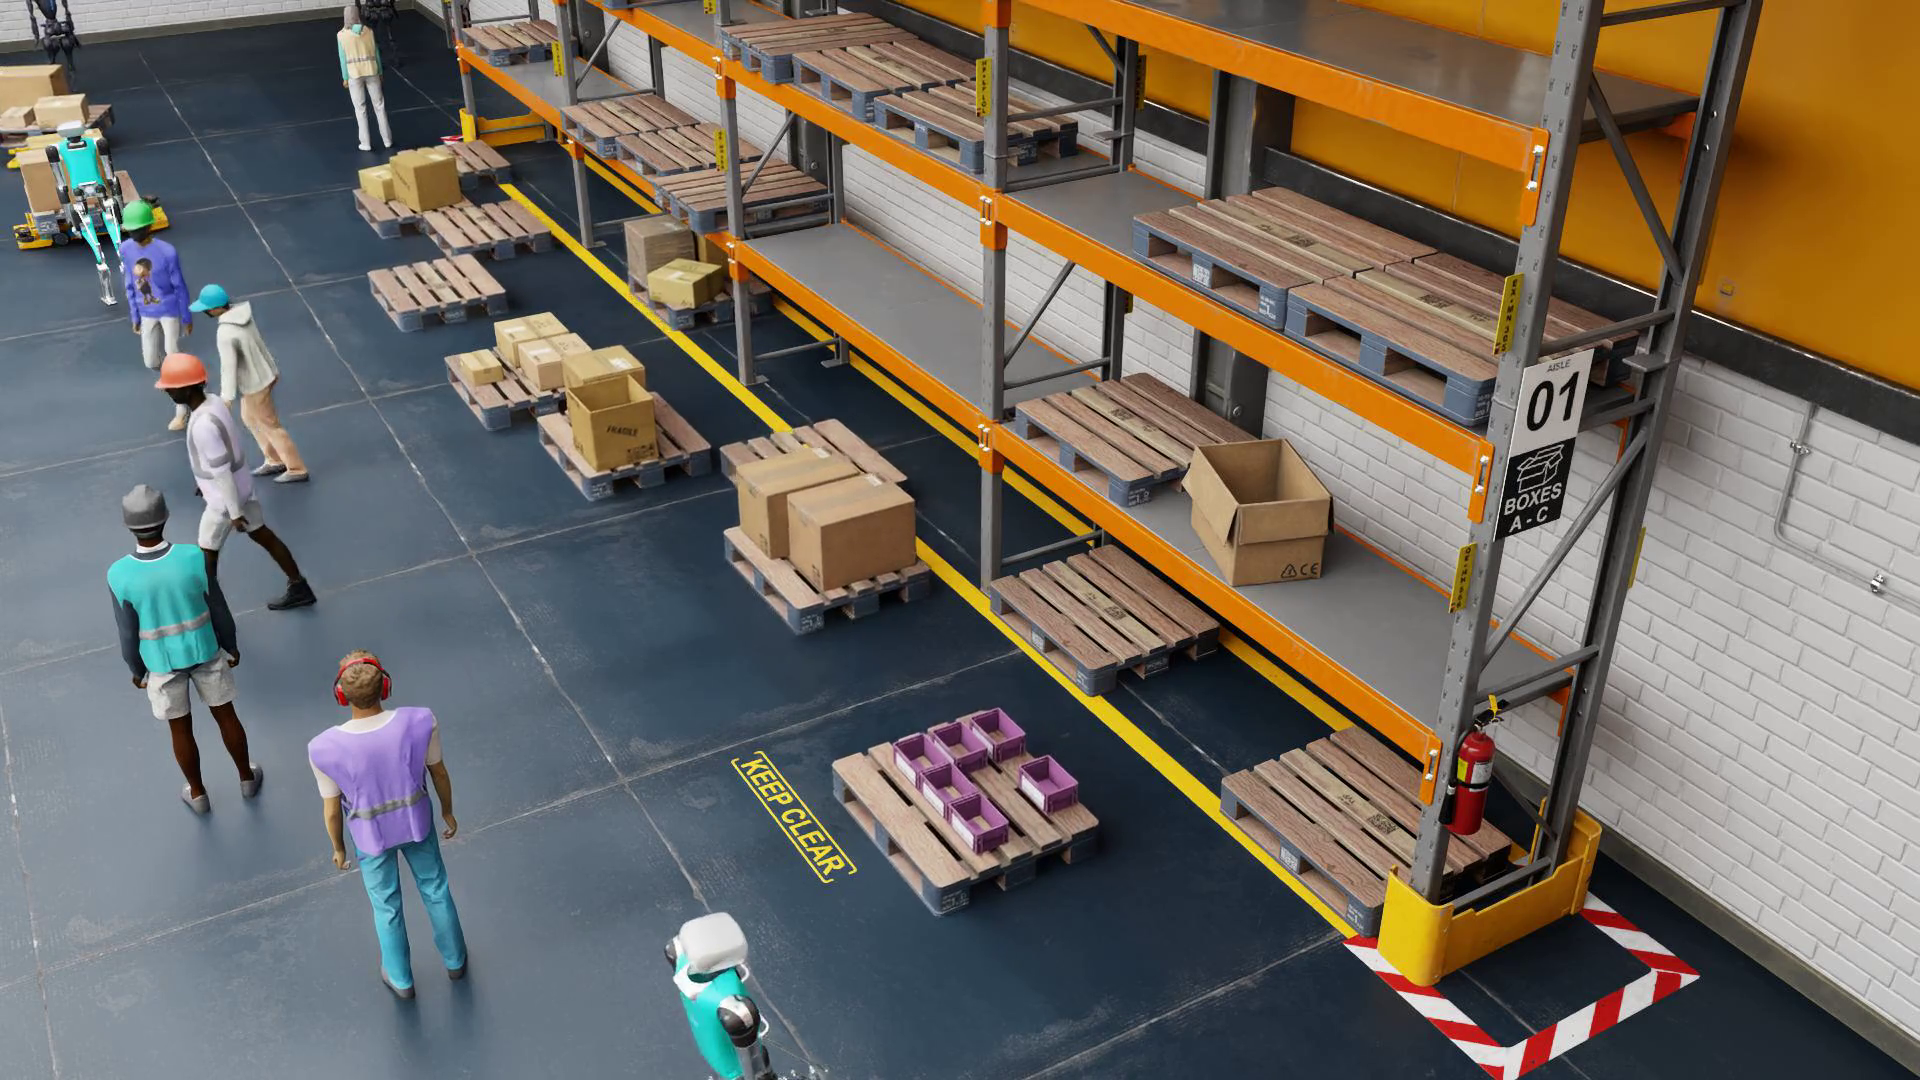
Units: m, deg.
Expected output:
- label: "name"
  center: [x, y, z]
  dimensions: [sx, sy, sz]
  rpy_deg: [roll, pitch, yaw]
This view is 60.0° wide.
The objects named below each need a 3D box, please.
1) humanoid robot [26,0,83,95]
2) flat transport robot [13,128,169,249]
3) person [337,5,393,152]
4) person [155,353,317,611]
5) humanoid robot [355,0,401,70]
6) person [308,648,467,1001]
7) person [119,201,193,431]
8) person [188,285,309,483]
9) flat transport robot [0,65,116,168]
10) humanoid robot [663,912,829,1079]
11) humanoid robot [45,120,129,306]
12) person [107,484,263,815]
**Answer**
- label: "humanoid robot"
  center: [-11.904, -6.642, 21.931]
  dimensions: [0.493, 1.638, 0.603]
  rpy_deg: [18, 34, 28]
- label: "flat transport robot"
  center: [-9.181, -3.358, 17.560]
  dimensions: [1.431, 0.231, 0.659]
  rpy_deg: [-16, 33, -26]
- label: "person"
  center: [-7.137, -5.518, 19.910]
  dimensions: [0.472, 1.708, 0.364]
  rpy_deg: [-16, 33, -26]
- label: "person"
  center: [-4.749, -0.307, 10.539]
  dimensions: [1.020, 1.879, 0.568]
  rpy_deg: [-8, 30, -13]
- label: "humanoid robot"
  center: [-8.230, -7.506, 23.440]
  dimensions: [0.599, 1.657, 0.315]
  rpy_deg: [-16, 33, -26]
- label: "person"
  center: [-2.606, 1.341, 7.664]
  dimensions: [0.569, 1.842, 0.373]
  rpy_deg: [-16, 33, -26]
- label: "person"
  center: [-6.335, -1.819, 13.234]
  dimensions: [0.474, 1.859, 0.570]
  rpy_deg: [3, 30, 5]
- label: "person"
  center: [-5.213, -1.130, 12.232]
  dimensions: [0.562, 1.627, 0.495]
  rpy_deg: [-3, 30, -5]
- label: "flat transport robot"
  center: [-10.922, -4.779, 20.069]
  dimensions: [0.659, 0.231, 1.431]
  rpy_deg: [-4, 30, -8]
- label: "humanoid robot"
  center: [-0.695, 2.085, 6.459]
  dimensions: [0.759, 1.780, 0.531]
  rpy_deg: [-20, 35, -31]
- label: "humanoid robot"
  center: [-7.889, -2.947, 15.211]
  dimensions: [0.533, 1.675, 0.735]
  rpy_deg: [-16, 33, -26]
- label: "person"
  center: [-4.145, 0.603, 8.873]
  dimensions: [0.564, 1.938, 0.427]
  rpy_deg: [-16, 33, -26]
